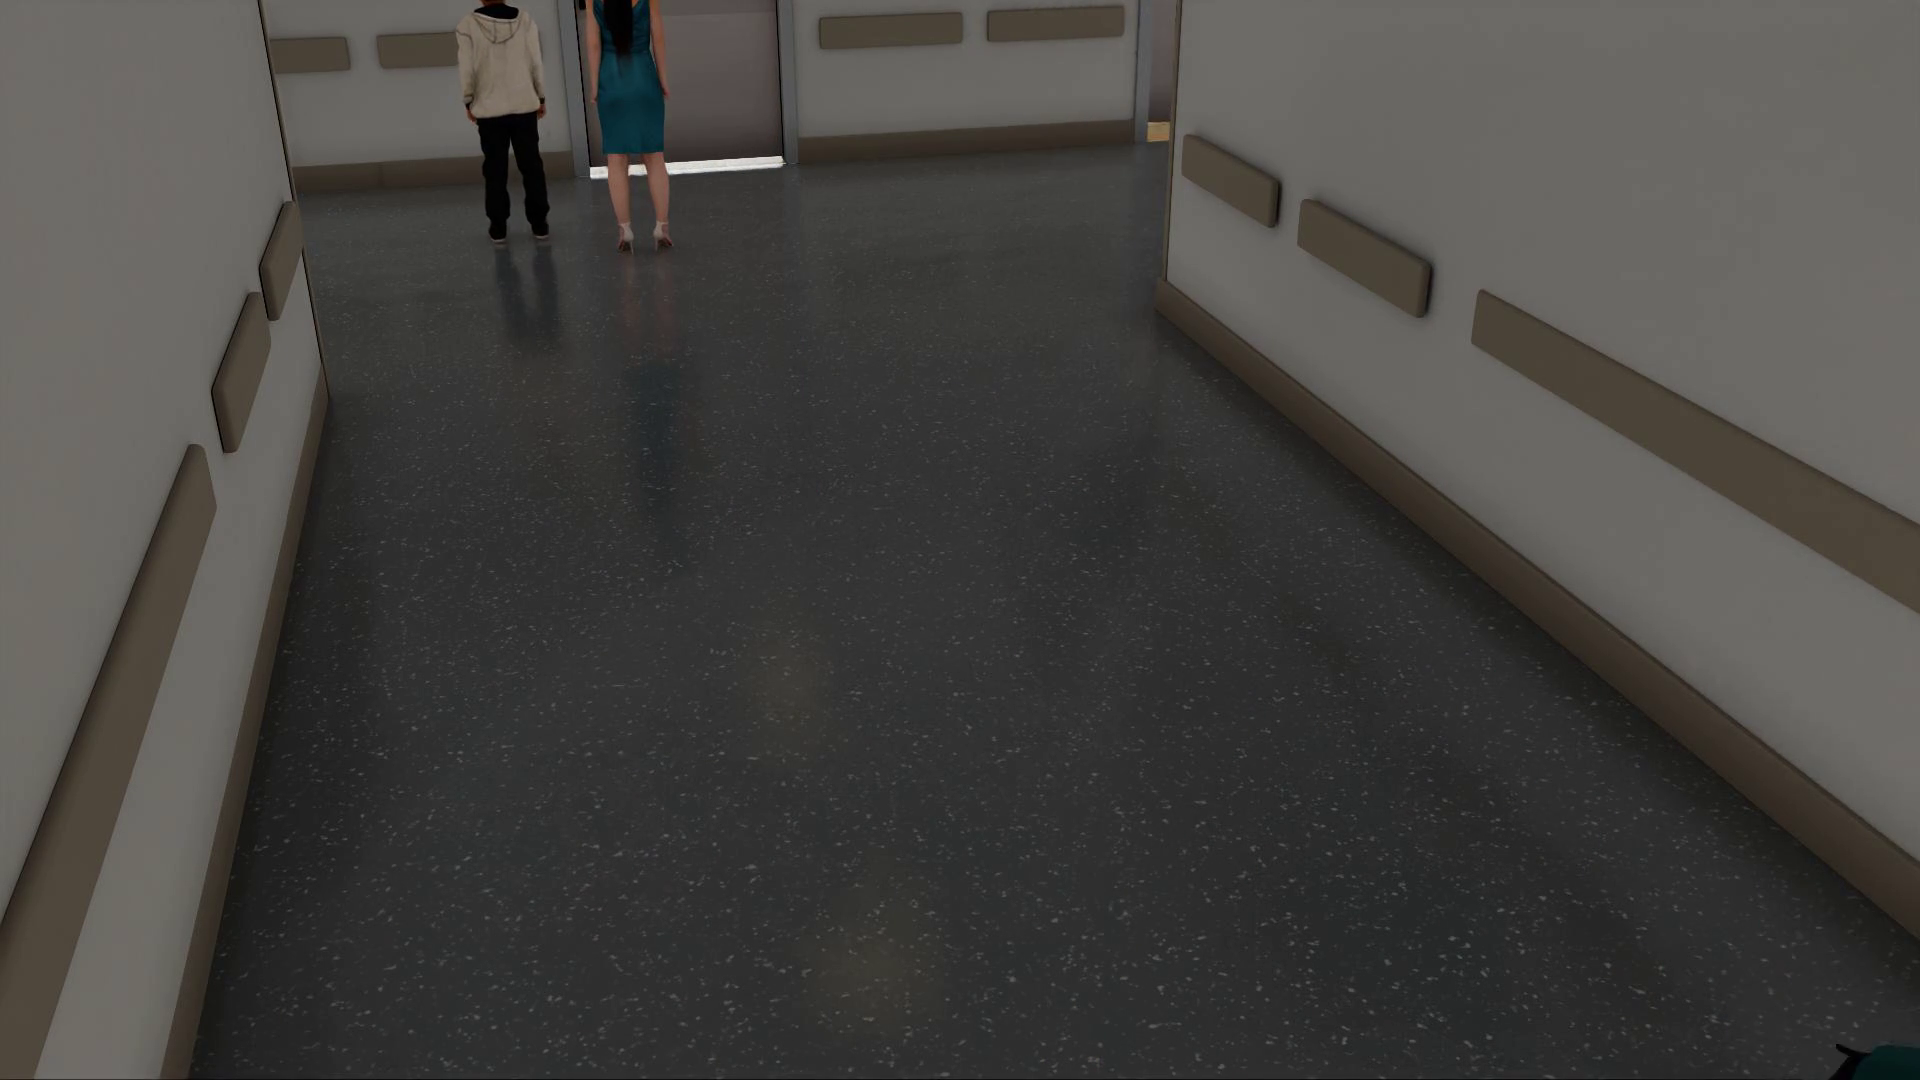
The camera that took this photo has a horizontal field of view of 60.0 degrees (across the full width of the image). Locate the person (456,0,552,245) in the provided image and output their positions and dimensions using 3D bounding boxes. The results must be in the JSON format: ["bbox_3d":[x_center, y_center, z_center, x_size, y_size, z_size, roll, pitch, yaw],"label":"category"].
[{"bbox_3d":[-2.417,-2.319,8.853,0.463,1.451,0.656,-8,27,-17],"label":"person"}]

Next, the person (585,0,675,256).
[{"bbox_3d":[-1.713,-2.324,8.592,0.415,1.687,0.623,-6,26,-12],"label":"person"}]
